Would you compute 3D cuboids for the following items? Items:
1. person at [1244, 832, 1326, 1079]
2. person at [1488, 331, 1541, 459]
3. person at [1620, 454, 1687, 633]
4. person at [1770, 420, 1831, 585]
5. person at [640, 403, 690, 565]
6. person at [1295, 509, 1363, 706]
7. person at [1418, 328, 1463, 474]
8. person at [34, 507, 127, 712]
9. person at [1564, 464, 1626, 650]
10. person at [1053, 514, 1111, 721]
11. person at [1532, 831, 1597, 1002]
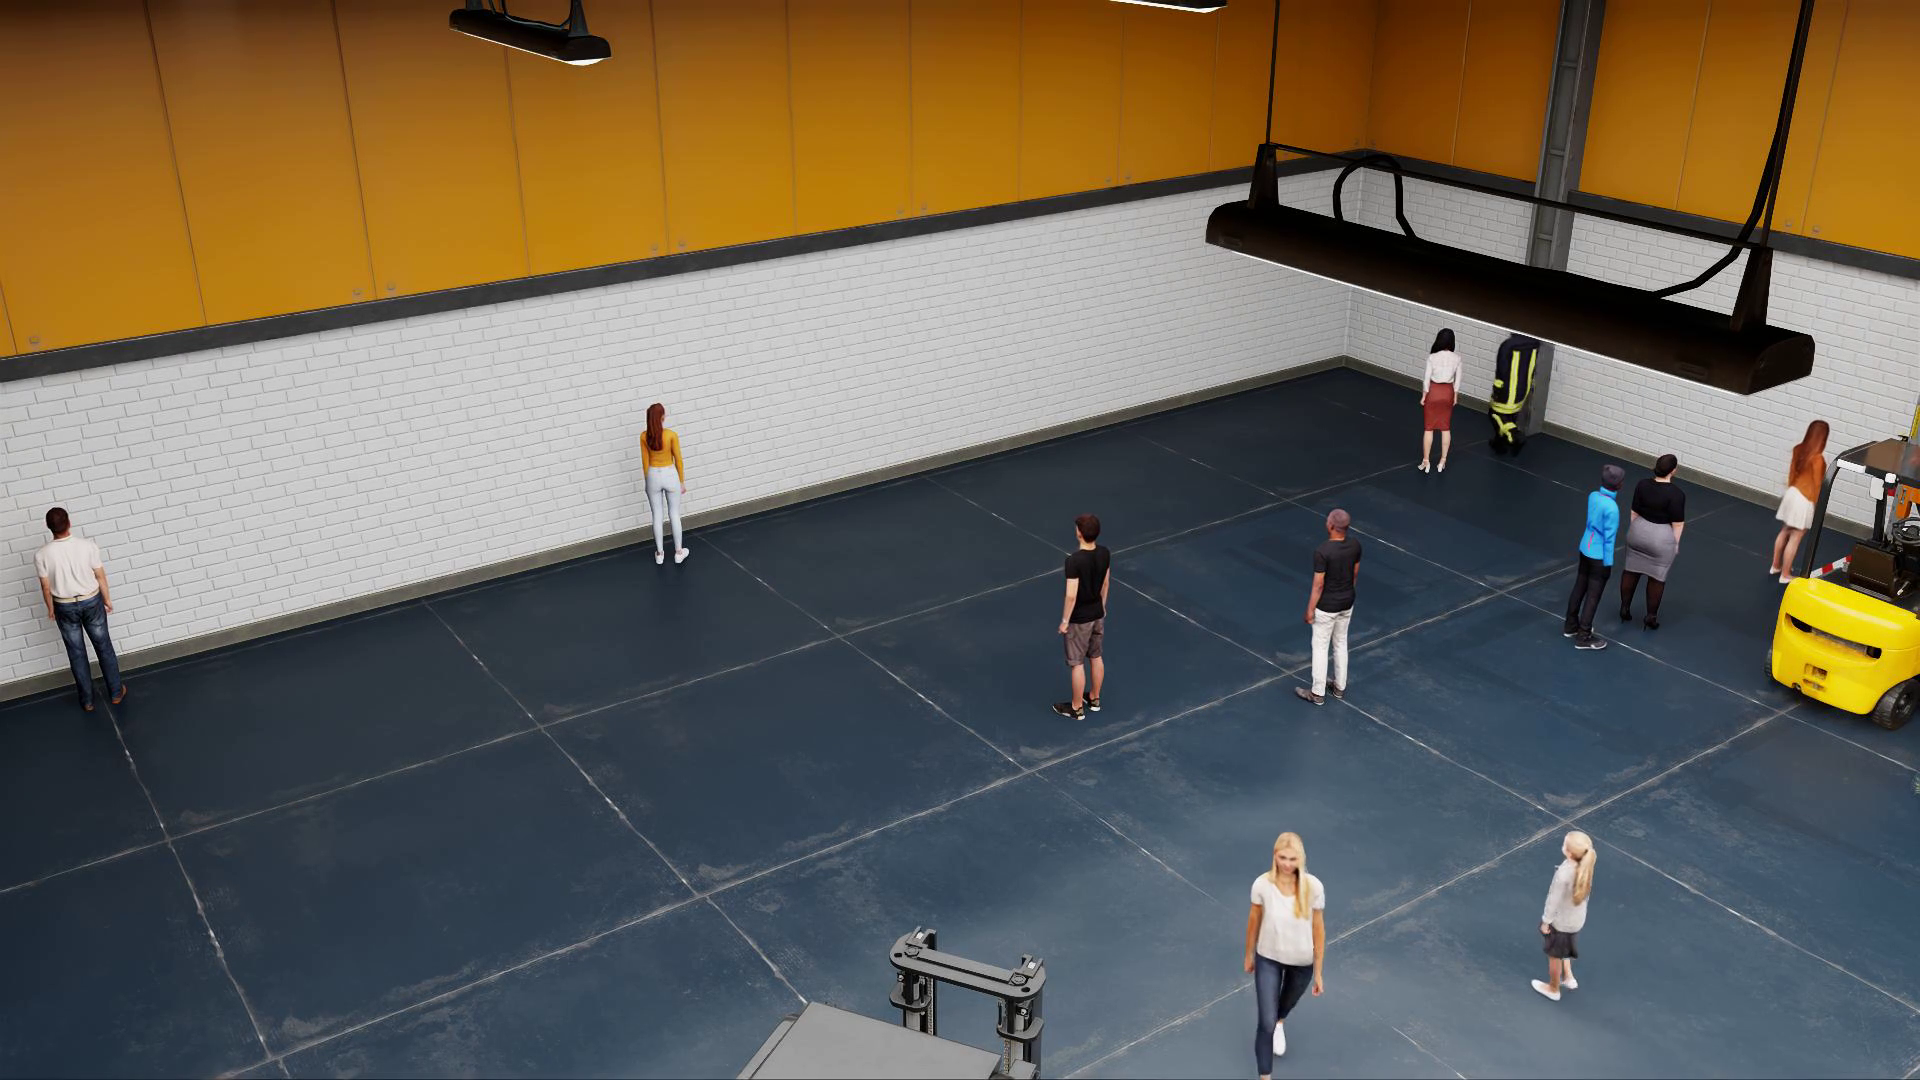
[{"bbox_3d":[1.959,2.513,10.057,1.052,1.770,1.191,1,24,3],"label":"person"},{"bbox_3d":[6.681,-1.841,19.971,0.874,1.808,1.062,-9,25,-19],"label":"person"},{"bbox_3d":[6.573,0.011,15.793,0.747,1.760,0.572,-19,30,-36],"label":"person"},{"bbox_3d":[8.457,-0.385,16.754,0.774,1.718,0.664,-3,24,-6],"label":"person"},{"bbox_3d":[-3.066,-0.590,17.181,0.681,1.751,0.720,0,24,-1],"label":"person"},{"bbox_3d":[3.237,0.573,14.453,0.667,1.805,0.619,-13,27,-27],"label":"person"},{"bbox_3d":[5.642,-1.642,19.588,0.672,1.750,0.699,0,24,1],"label":"person"},{"bbox_3d":[-7.610,0.585,14.362,0.676,1.856,0.590,-13,27,-27],"label":"person"},{"bbox_3d":[5.894,0.139,15.457,0.746,1.795,0.632,-3,24,-7],"label":"person"},{"bbox_3d":[1.065,0.644,14.219,0.704,1.861,0.598,-19,30,-37],"label":"person"},{"bbox_3d":[3.979,2.463,10.796,0.506,1.271,0.528,-15,28,-31],"label":"person"}]
